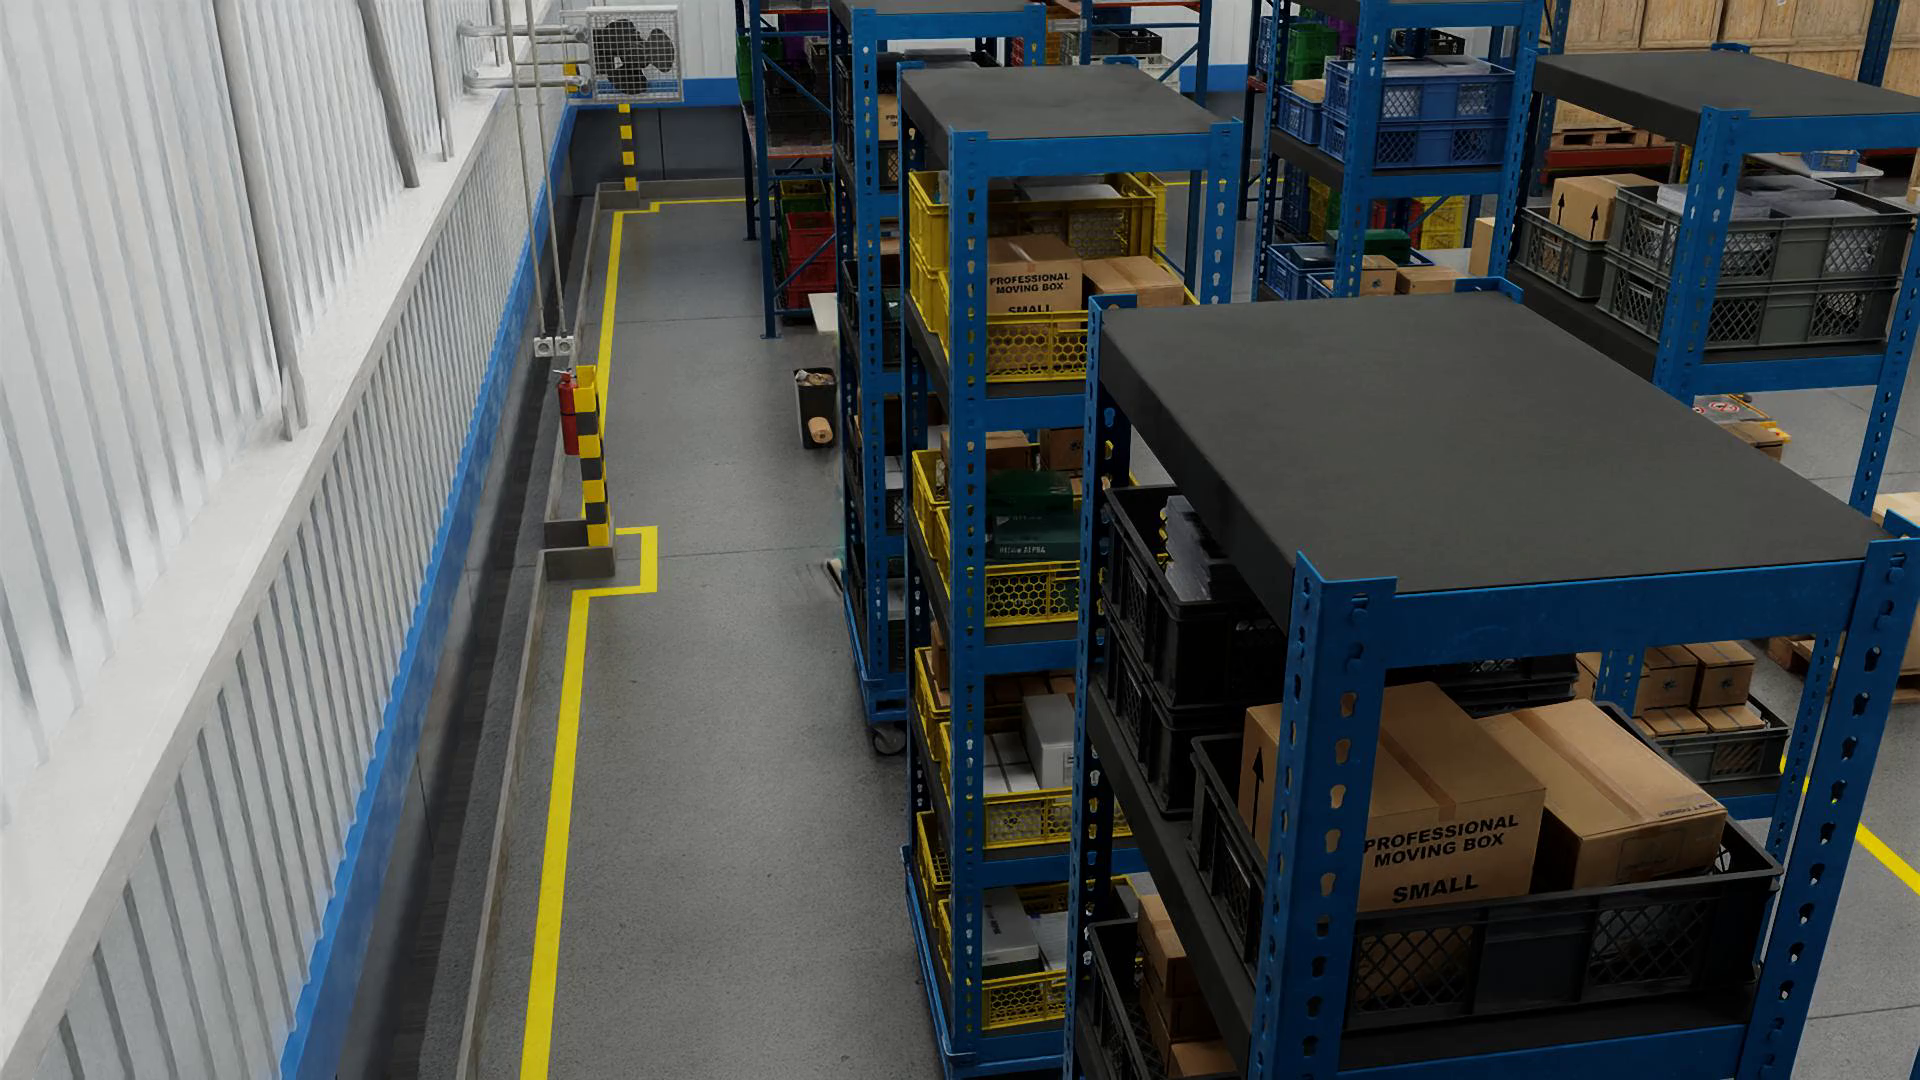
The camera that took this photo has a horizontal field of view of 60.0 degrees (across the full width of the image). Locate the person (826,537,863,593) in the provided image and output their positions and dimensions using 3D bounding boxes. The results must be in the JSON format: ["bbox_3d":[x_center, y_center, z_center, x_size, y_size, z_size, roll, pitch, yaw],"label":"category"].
[{"bbox_3d":[-0.430,-0.364,9.310,0.567,1.745,0.528,-3,25,-6],"label":"person"}]

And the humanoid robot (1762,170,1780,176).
[{"bbox_3d":[6.292,-2.116,13.212,0.572,1.651,0.328,10,26,20],"label":"humanoid robot"}]

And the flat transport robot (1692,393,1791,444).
[{"bbox_3d":[5.224,-0.859,12.132,1.431,0.197,0.652,-4,25,-8],"label":"flat transport robot"}]
